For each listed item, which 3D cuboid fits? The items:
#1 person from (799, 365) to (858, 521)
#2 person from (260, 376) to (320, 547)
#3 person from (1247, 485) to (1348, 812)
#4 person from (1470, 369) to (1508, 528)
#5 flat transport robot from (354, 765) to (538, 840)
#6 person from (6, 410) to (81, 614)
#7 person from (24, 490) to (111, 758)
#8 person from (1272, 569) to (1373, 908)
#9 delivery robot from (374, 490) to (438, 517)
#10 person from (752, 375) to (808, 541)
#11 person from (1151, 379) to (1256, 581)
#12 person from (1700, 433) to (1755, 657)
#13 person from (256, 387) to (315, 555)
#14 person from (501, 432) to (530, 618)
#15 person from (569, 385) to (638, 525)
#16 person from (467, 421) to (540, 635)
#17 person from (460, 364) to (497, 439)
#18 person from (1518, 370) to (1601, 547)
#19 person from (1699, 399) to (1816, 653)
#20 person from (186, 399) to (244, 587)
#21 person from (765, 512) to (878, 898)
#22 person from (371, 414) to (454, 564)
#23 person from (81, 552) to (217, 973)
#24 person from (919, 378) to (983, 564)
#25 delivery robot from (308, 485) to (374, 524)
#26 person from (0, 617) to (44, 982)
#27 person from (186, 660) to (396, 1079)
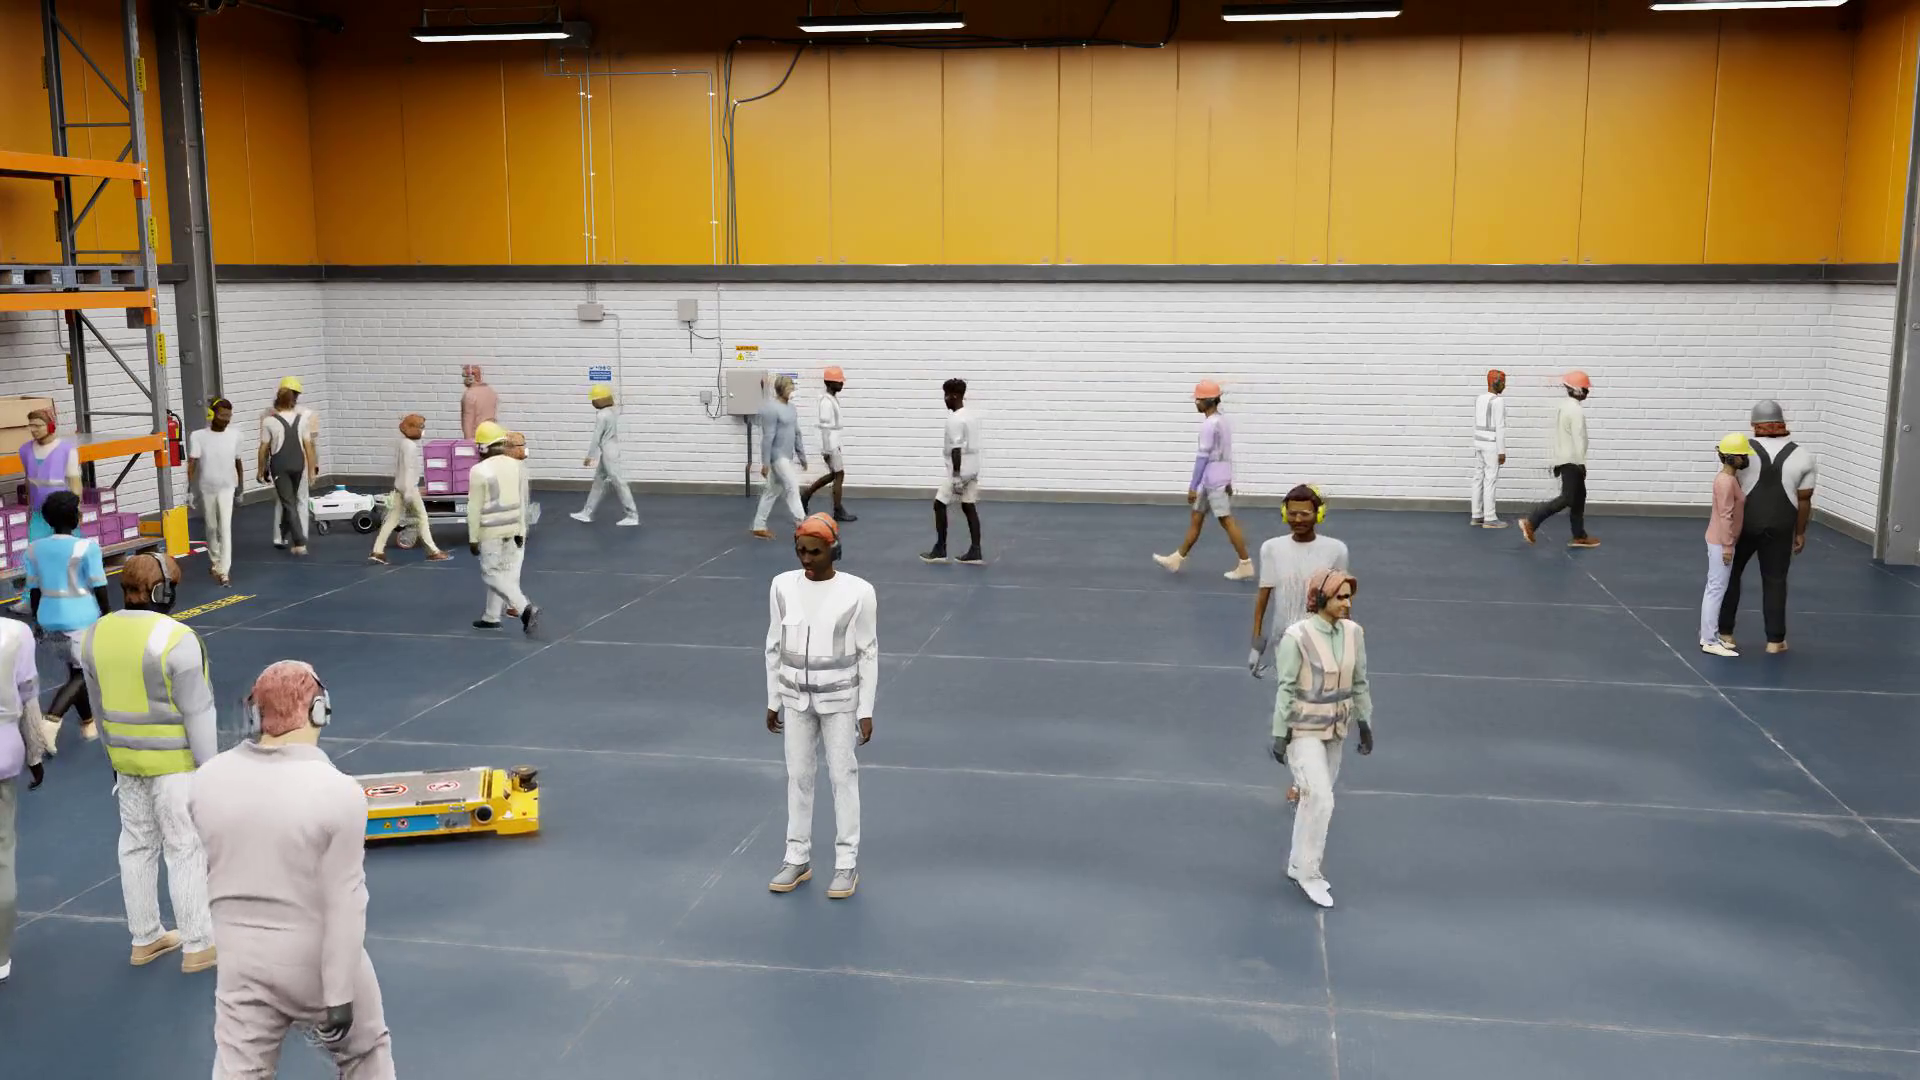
[{"bbox_3d":[-1.634,-1.170,20.222,0.701,1.914,0.552,0,9,-1],"label":"person"},{"bbox_3d":[-7.312,-0.848,18.245,0.595,1.907,0.568,-2,9,-14],"label":"person"},{"bbox_3d":[1.894,0.609,9.373,0.536,1.844,0.652,4,10,23],"label":"person"},{"bbox_3d":[6.302,-1.085,19.778,0.358,1.886,0.572,-2,9,-13],"label":"person"},{"bbox_3d":[-3.037,1.448,9.058,1.431,0.197,0.652,-2,9,-14],"label":"flat transport robot"},{"bbox_3d":[-8.105,-0.233,14.692,0.596,1.812,0.854,1,9,9],"label":"person"},{"bbox_3d":[-5.647,0.519,10.480,0.537,1.673,0.765,3,10,16],"label":"person"},{"bbox_3d":[1.771,0.944,8.010,0.539,1.615,0.565,-6,11,-34],"label":"person"},{"bbox_3d":[-6.559,-0.457,19.711,0.477,0.478,0.707,7,12,38],"label":"delivery robot"},{"bbox_3d":[-1.936,-0.899,18.632,1.009,1.881,0.654,3,10,17],"label":"person"},{"bbox_3d":[2.438,-0.587,16.376,1.105,1.980,0.626,4,10,21],"label":"person"},{"bbox_3d":[6.093,0.032,13.219,0.315,1.768,0.525,4,10,22],"label":"person"},{"bbox_3d":[-7.306,-0.752,17.995,0.990,1.785,0.519,8,12,42],"label":"person"},{"bbox_3d":[-3.903,-0.137,14.667,0.286,1.636,0.499,-1,9,-8],"label":"person"},{"bbox_3d":[-4.289,-1.004,19.874,0.923,1.683,0.497,0,9,0],"label":"person"},{"bbox_3d":[-3.819,-0.087,13.846,0.770,1.808,0.598,4,10,25],"label":"person"},{"bbox_3d":[-6.039,-1.251,20.807,0.442,1.894,0.695,3,10,20],"label":"person"},{"bbox_3d":[6.633,-0.882,18.276,0.845,1.965,0.615,1,9,9],"label":"person"},{"bbox_3d":[6.415,-0.126,13.353,0.735,2.000,0.534,2,9,13],"label":"person"},{"bbox_3d":[-7.306,-0.489,16.345,0.550,1.815,1.011,-4,10,-22],"label":"person"},{"bbox_3d":[-0.684,0.798,8.097,0.573,1.887,0.355,3,10,18],"label":"person"},{"bbox_3d":[-5.755,-0.526,17.267,0.828,1.579,0.568,-5,10,-29],"label":"person"},{"bbox_3d":[-3.460,0.962,7.233,0.624,1.840,0.429,3,10,20],"label":"person"},{"bbox_3d":[-0.102,-0.713,17.299,0.792,1.934,0.617,4,10,23],"label":"person"},{"bbox_3d":[-7.195,-0.397,19.336,0.707,0.478,0.477,-4,10,-23],"label":"delivery robot"},{"bbox_3d":[-4.229,0.957,7.090,0.586,1.896,0.423,-6,11,-34],"label":"person"},{"bbox_3d":[-2.072,1.292,5.154,0.629,1.850,0.951,2,9,12],"label":"person"}]
